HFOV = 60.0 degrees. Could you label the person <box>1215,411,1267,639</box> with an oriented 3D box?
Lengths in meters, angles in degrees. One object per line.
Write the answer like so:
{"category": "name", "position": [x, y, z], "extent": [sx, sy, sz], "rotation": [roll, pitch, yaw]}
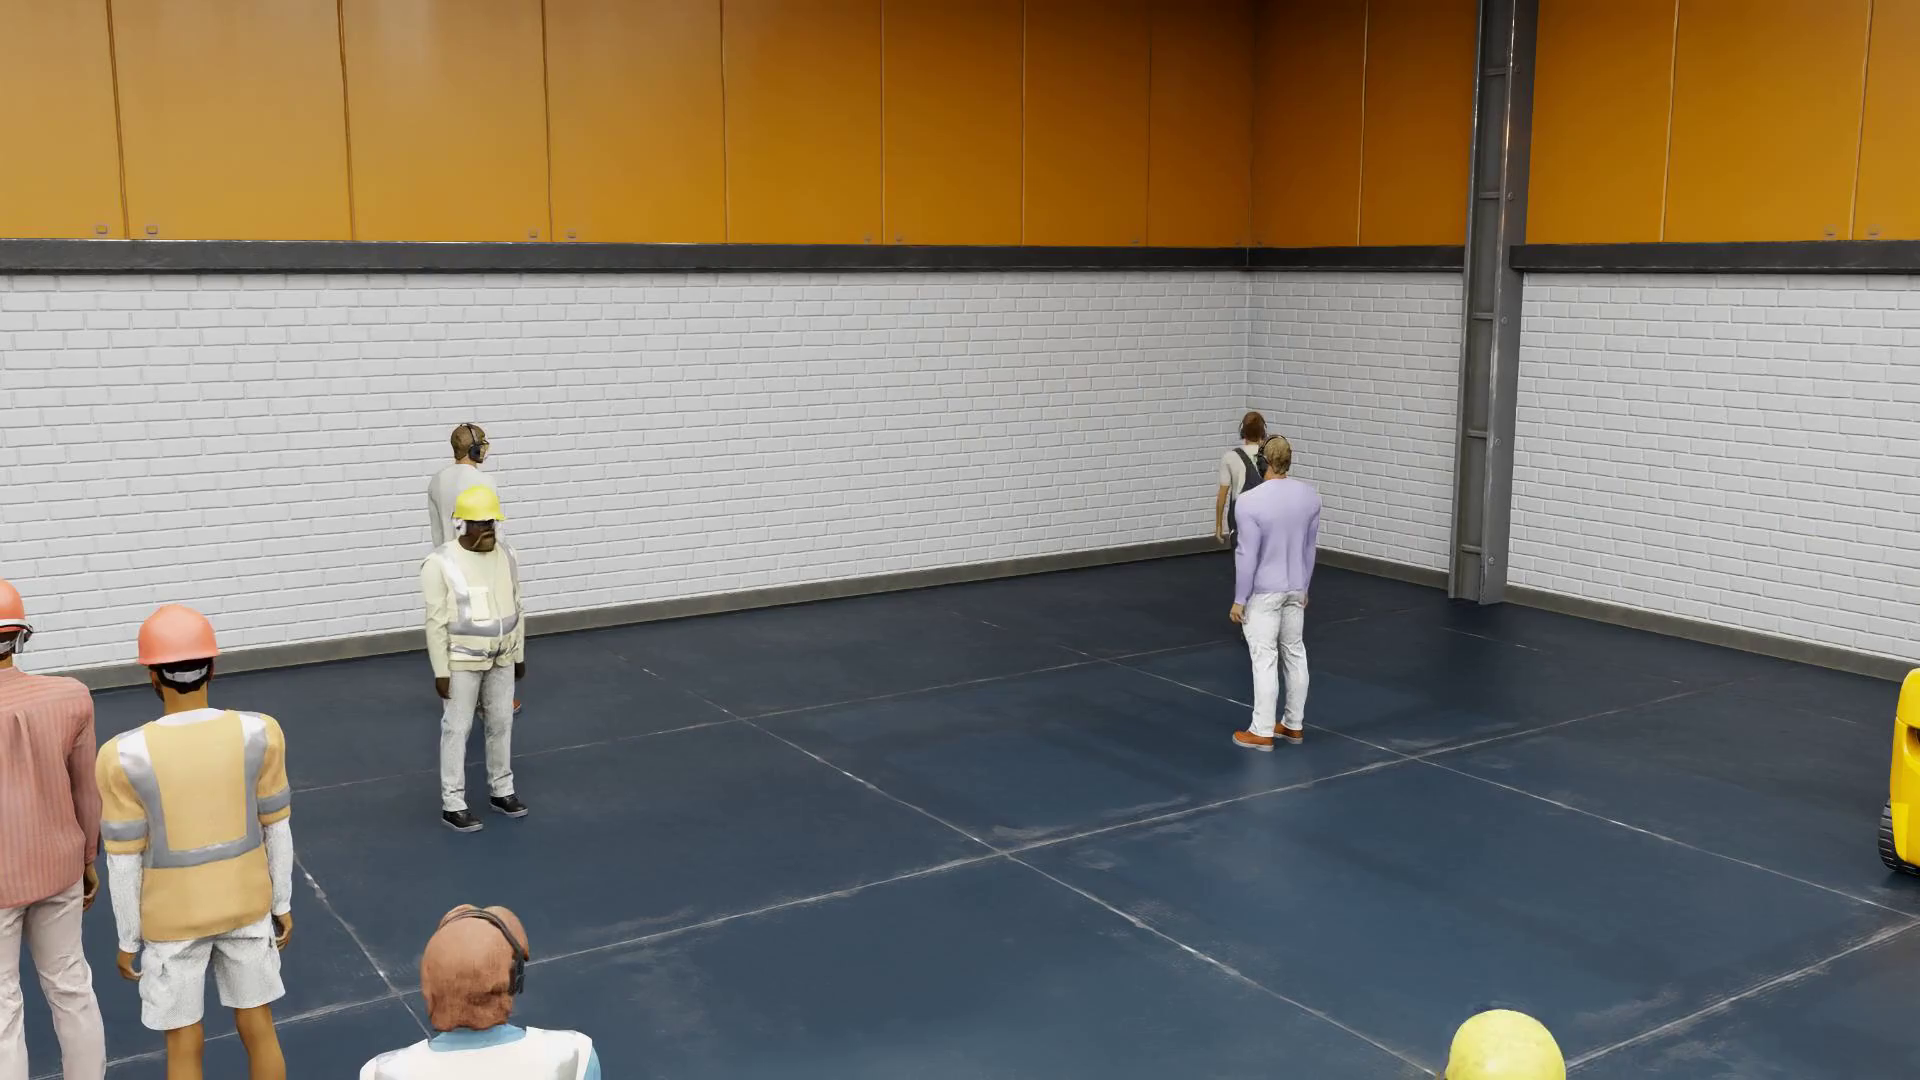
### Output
{"category": "person", "position": [2.324, -0.130, 13.314], "extent": [0.522, 1.808, 0.945], "rotation": [0, 9, 2]}

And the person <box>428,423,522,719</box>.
{"category": "person", "position": [-3.198, 0.199, 10.912], "extent": [0.627, 1.941, 0.371], "rotation": [6, 11, 34]}

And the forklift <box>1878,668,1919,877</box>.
{"category": "forklift", "position": [5.511, 0.571, 7.906], "extent": [2.313, 2.155, 1.214], "rotation": [-6, 11, -33]}

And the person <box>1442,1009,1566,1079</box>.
{"category": "person", "position": [0.905, 1.610, 3.084], "extent": [0.491, 1.708, 0.677], "rotation": [-2, 10, -14]}

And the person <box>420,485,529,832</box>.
{"category": "person", "position": [-2.537, 0.613, 8.780], "extent": [0.403, 1.822, 0.593], "rotation": [7, 12, 38]}

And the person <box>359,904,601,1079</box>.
{"category": "person", "position": [-0.993, 1.576, 3.526], "extent": [0.522, 1.636, 0.311], "rotation": [-3, 10, -17]}

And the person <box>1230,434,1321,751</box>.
{"category": "person", "position": [1.910, 0.322, 10.171], "extent": [0.629, 1.940, 0.379], "rotation": [-6, 11, -30]}

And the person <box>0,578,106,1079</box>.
{"category": "person", "position": [-3.060, 1.093, 5.363], "extent": [0.378, 1.995, 0.612], "rotation": [5, 11, 28]}

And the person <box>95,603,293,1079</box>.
{"category": "person", "position": [-2.364, 1.152, 5.192], "extent": [0.543, 1.934, 0.362], "rotation": [-7, 12, -37]}
